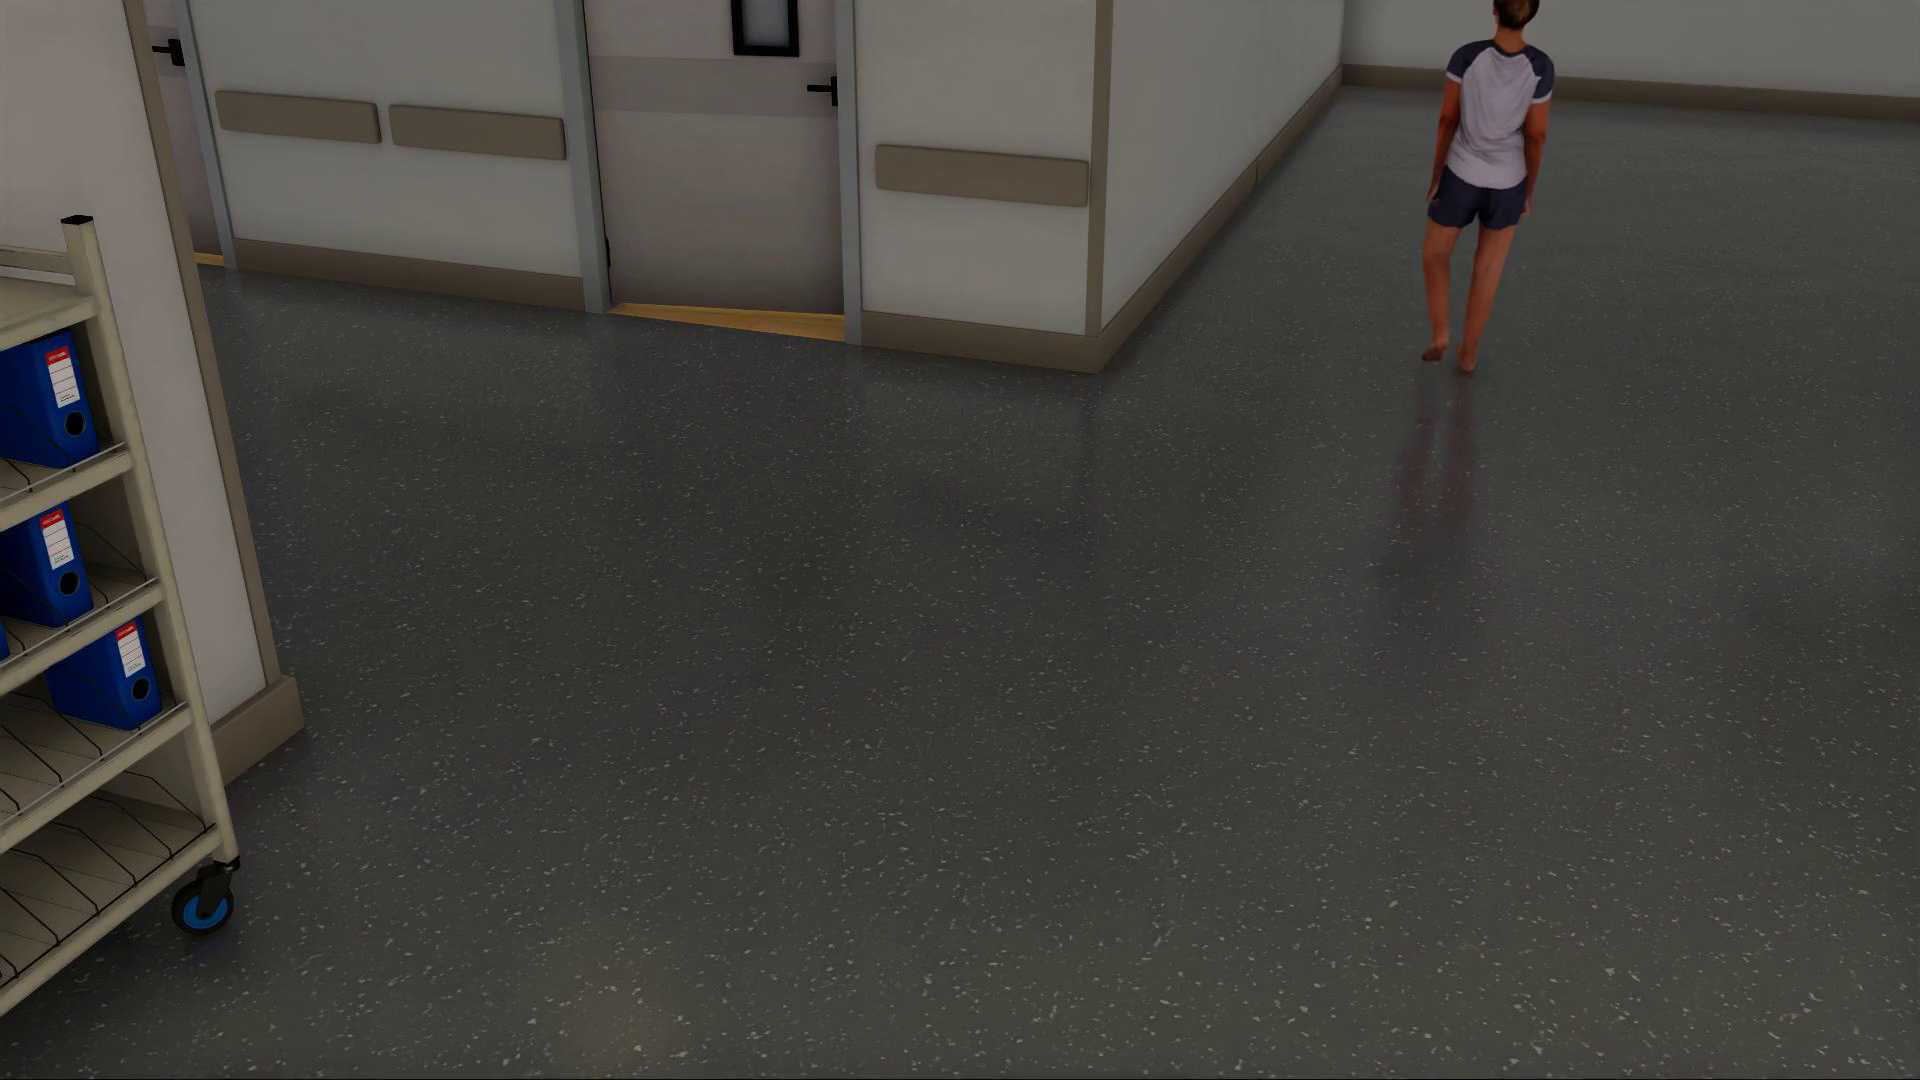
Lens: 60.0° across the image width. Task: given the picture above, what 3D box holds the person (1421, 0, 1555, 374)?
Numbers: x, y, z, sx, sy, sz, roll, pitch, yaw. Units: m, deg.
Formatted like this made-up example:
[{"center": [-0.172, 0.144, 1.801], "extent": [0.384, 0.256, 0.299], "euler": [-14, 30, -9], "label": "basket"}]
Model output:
[{"center": [2.110, -1.425, 6.727], "extent": [0.603, 1.612, 0.643], "euler": [7, 27, 13], "label": "person"}]
